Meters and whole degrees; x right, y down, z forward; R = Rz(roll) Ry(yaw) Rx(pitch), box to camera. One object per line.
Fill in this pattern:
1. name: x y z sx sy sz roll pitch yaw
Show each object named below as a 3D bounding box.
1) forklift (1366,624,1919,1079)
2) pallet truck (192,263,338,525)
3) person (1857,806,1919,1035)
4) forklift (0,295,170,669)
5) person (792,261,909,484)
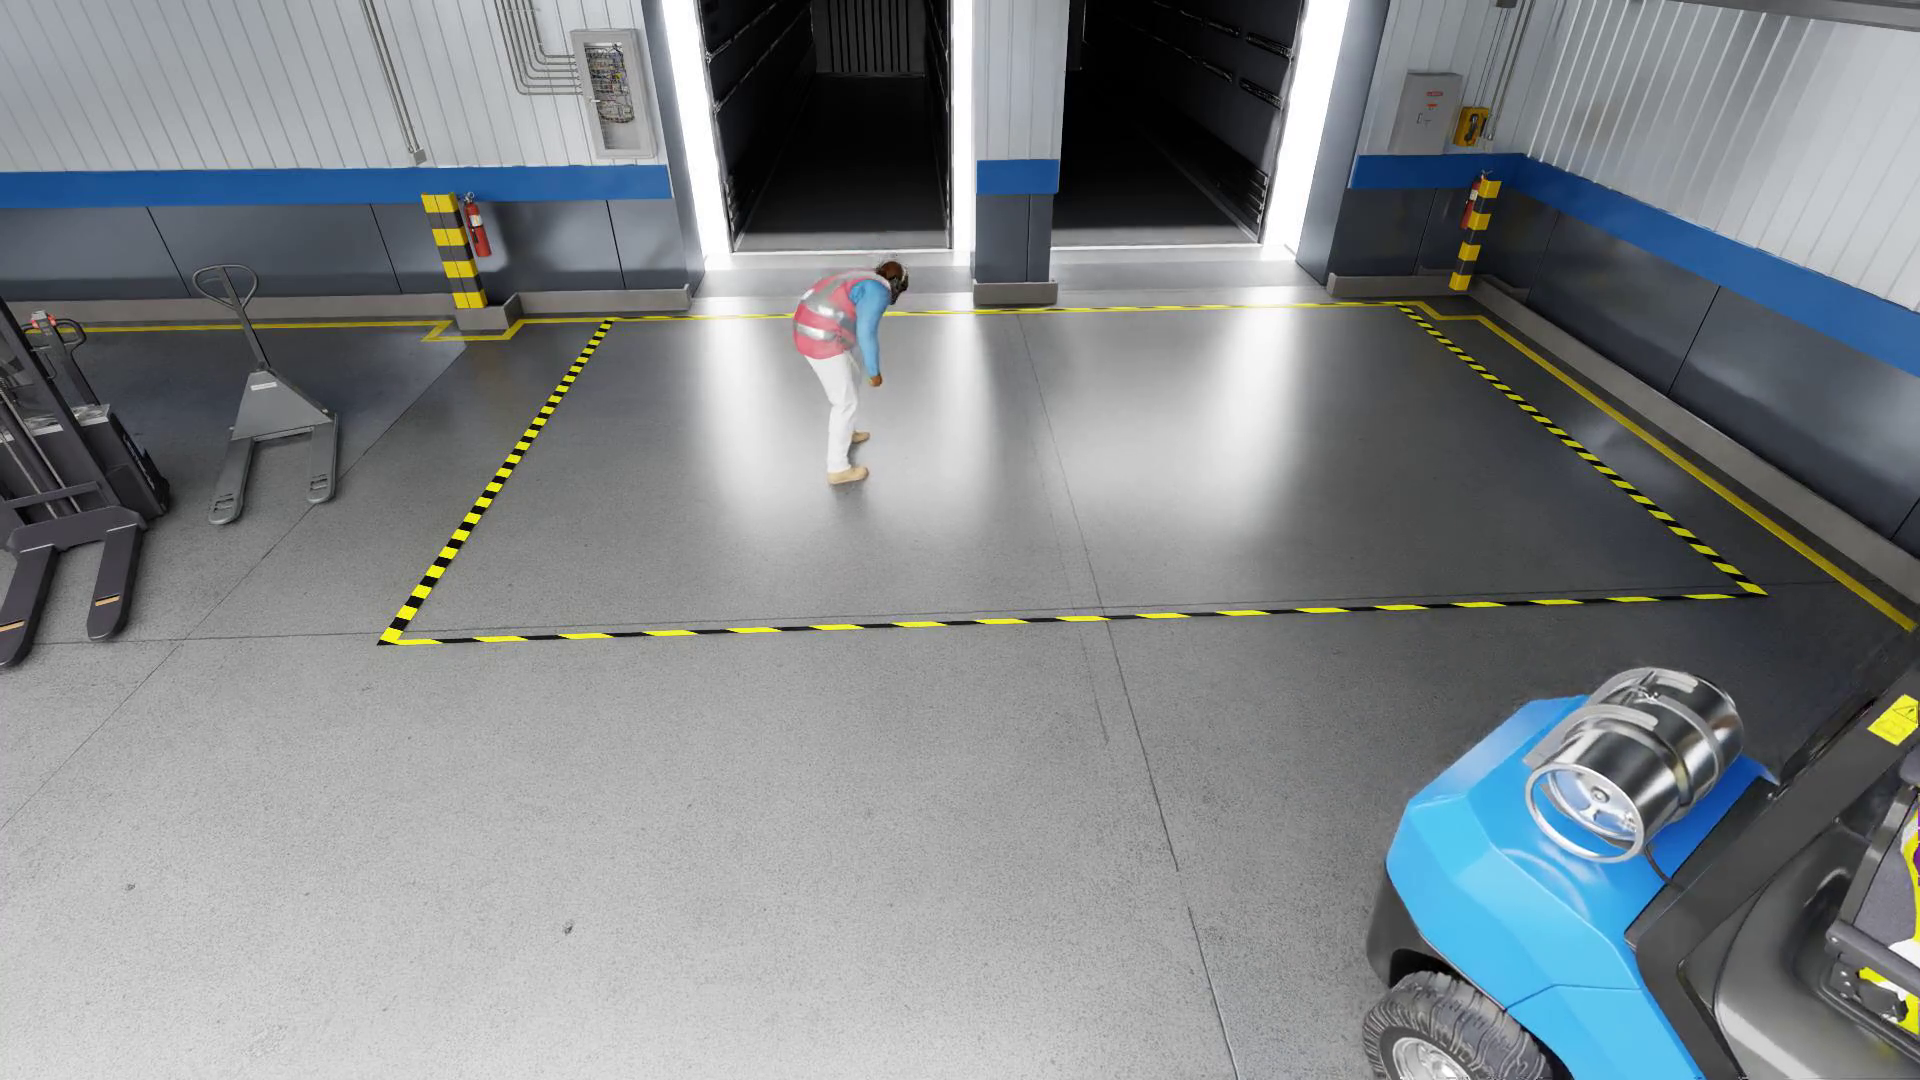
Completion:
1. forklift: 2.519 1.120 2.070 1.157 2.036 2.680 -22 41 -29
2. pallet truck: -4.778 -1.027 6.128 0.680 1.201 1.601 -17 38 -23
3. person: 2.548 0.996 1.920 0.635 1.294 1.004 -22 41 -29
4. forklift: -5.212 -0.618 4.878 0.823 1.965 1.885 -20 39 -26
5. person: -0.700 -1.196 6.331 0.854 1.323 0.932 -9 36 -13
